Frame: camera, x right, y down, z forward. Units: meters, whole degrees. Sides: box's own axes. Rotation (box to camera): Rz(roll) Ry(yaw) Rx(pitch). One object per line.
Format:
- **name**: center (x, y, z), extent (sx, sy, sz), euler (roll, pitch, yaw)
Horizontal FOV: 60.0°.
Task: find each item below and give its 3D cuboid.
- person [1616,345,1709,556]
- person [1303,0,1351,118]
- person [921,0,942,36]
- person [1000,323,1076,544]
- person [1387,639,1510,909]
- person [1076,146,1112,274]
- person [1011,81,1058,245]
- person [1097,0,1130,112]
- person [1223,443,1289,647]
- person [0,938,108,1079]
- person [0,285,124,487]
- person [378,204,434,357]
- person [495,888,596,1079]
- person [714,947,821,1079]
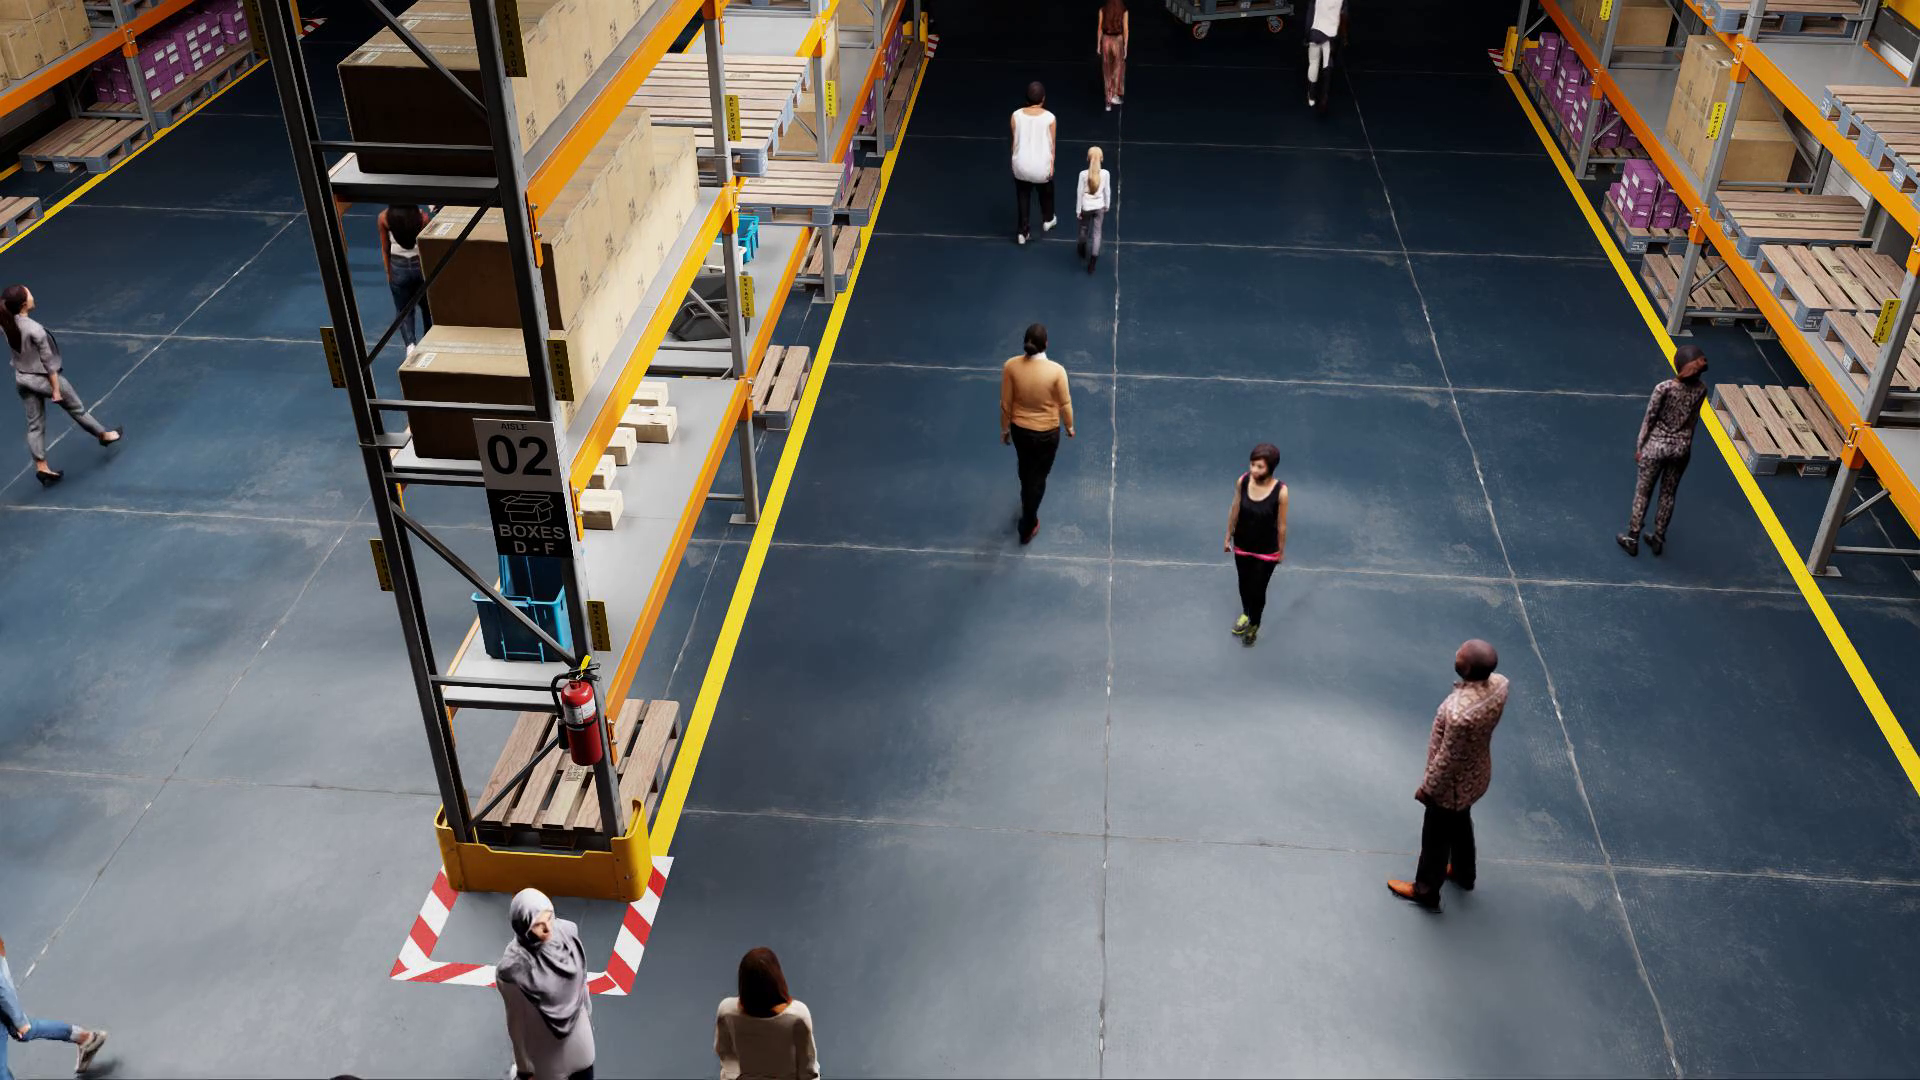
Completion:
- **person**: center (5.228, -0.662, 12.305), extent (0.577, 1.715, 0.578), euler (0, 34, -1)
- **person**: center (4.481, -6.147, 20.423), extent (0.756, 1.863, 1.178), euler (6, 34, 9)
- **person**: center (-0.525, -7.974, 23.289), extent (0.780, 1.733, 0.683), euler (13, 36, 19)
- **person**: center (0.529, -0.768, 12.453), extent (0.874, 1.727, 1.082), euler (14, 36, 20)
- **person**: center (2.785, 1.305, 9.251), extent (0.874, 1.818, 0.794), euler (28, 43, 35)
- **person**: center (1.331, -3.285, 16.666), extent (0.534, 1.257, 0.830), euler (0, 34, 0)
- **person**: center (0.734, -3.863, 17.163), extent (0.823, 1.668, 1.006), euler (12, 35, 17)
- **person**: center (1.875, -6.098, 20.627), extent (0.567, 1.555, 0.609), euler (6, 34, 10)
- **person**: center (2.089, -0.015, 11.490), extent (0.670, 1.539, 0.714), euler (24, 40, 31)
- **person**: center (-4.678, 2.239, 8.171), extent (0.909, 1.458, 1.016), euler (29, 43, 36)
- **person**: center (-7.342, -1.184, 13.159), extent (0.774, 1.639, 1.107), euler (10, 35, 15)
- **person**: center (-4.840, -2.316, 14.726), extent (0.797, 1.789, 1.002), euler (-6, 34, -9)
- **person**: center (-1.962, 2.293, 7.817), extent (1.015, 1.762, 0.995), euler (27, 42, 34)
- **person**: center (-0.881, 2.549, 7.532), extent (0.682, 1.650, 1.024), euler (0, 34, 0)
